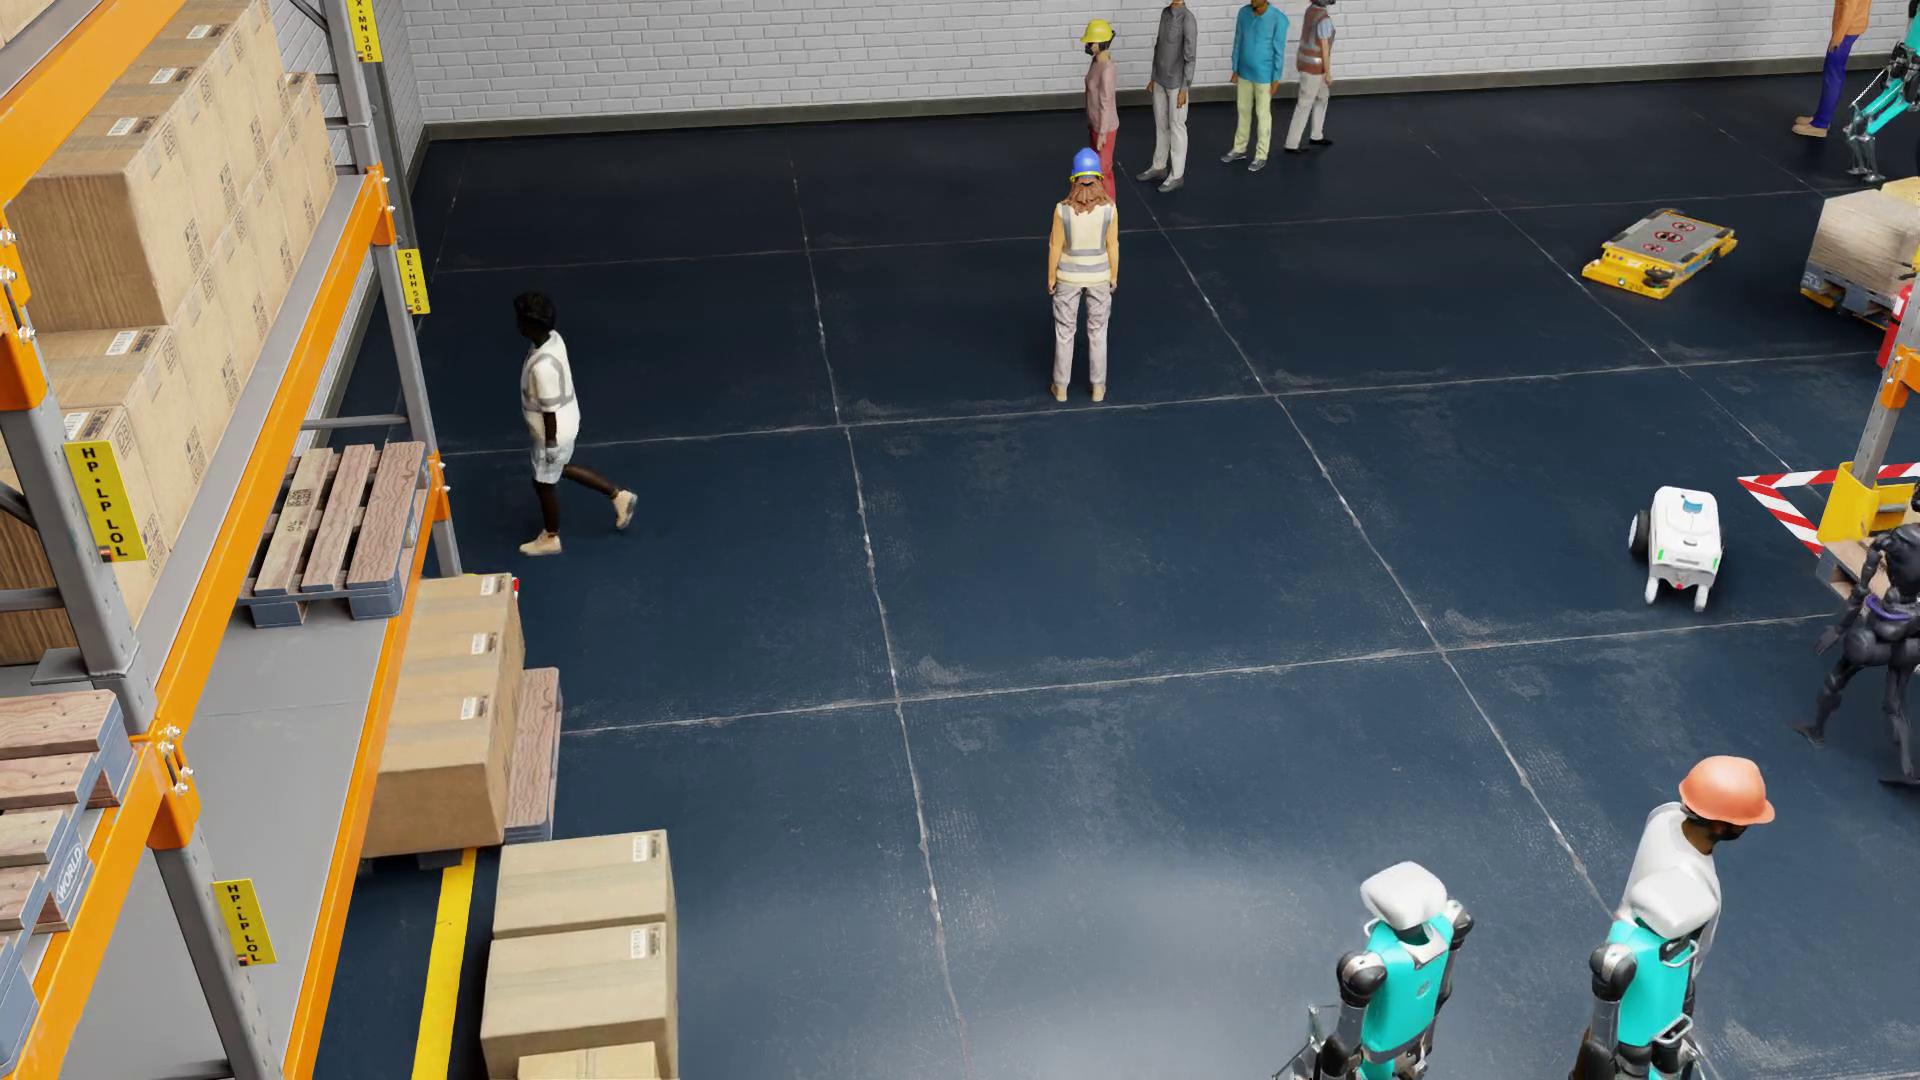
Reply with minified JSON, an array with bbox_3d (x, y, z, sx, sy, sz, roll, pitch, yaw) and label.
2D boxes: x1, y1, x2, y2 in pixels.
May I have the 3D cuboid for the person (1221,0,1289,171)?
[{"bbox_3d":[2.645,-4.217,14.965,0.350,1.743,0.563,-26,41,-34],"label":"person"}]

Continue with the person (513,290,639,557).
[{"bbox_3d":[-2.285,-0.664,9.577,0.662,1.674,0.539,-4,33,-6],"label":"person"}]

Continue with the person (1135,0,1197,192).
[{"bbox_3d":[1.852,-4.003,14.498,0.395,1.899,0.532,-17,37,-24],"label":"person"}]

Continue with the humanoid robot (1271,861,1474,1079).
[{"bbox_3d":[1.315,1.755,5.837,0.536,1.826,0.679,-20,38,-28],"label":"humanoid robot"}]

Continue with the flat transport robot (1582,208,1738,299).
[{"bbox_3d":[5.662,-2.319,13.407,0.659,0.231,1.431,28,42,35],"label":"flat transport robot"}]

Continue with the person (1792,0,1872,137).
[{"bbox_3d":[8.318,-4.811,15.672,0.396,1.981,0.515,18,37,25],"label":"person"}]

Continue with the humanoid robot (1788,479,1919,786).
[{"bbox_3d":[4.469,0.439,7.925,0.598,1.640,0.635,-7,34,-10],"label":"humanoid robot"}]

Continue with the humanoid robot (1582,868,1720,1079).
[{"bbox_3d":[2.387,1.915,5.541,0.531,1.744,0.735,-22,39,-30],"label":"humanoid robot"}]

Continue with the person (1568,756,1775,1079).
[{"bbox_3d":[2.518,1.541,5.978,0.386,1.930,0.547,8,34,12],"label":"person"}]

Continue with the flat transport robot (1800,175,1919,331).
[{"bbox_3d":[7.127,-1.706,12.466,0.659,0.231,1.431,-15,36,-21],"label":"flat transport robot"}]

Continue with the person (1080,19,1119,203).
[{"bbox_3d":[1.130,-3.409,13.716,0.347,1.759,0.521,-4,33,-6],"label":"person"}]

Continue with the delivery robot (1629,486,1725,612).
[{"bbox_3d":[4.162,0.003,9.583,0.499,0.591,0.781,10,35,15],"label":"delivery robot"}]

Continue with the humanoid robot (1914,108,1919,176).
[{"bbox_3d":[8.494,-3.755,14.319,0.349,1.647,0.600,3,33,5],"label":"humanoid robot"}]

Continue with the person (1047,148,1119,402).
[{"bbox_3d":[0.823,-1.762,11.178,0.474,1.772,0.333,-1,33,-2],"label":"person"}]

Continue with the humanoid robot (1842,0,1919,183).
[{"bbox_3d":[8.121,-3.979,14.545,0.685,1.730,0.539,-5,33,-7],"label":"humanoid robot"}]

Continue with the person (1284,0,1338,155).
[{"bbox_3d":[3.330,-4.336,15.208,0.647,1.661,0.457,-3,33,-5],"label":"person"}]
